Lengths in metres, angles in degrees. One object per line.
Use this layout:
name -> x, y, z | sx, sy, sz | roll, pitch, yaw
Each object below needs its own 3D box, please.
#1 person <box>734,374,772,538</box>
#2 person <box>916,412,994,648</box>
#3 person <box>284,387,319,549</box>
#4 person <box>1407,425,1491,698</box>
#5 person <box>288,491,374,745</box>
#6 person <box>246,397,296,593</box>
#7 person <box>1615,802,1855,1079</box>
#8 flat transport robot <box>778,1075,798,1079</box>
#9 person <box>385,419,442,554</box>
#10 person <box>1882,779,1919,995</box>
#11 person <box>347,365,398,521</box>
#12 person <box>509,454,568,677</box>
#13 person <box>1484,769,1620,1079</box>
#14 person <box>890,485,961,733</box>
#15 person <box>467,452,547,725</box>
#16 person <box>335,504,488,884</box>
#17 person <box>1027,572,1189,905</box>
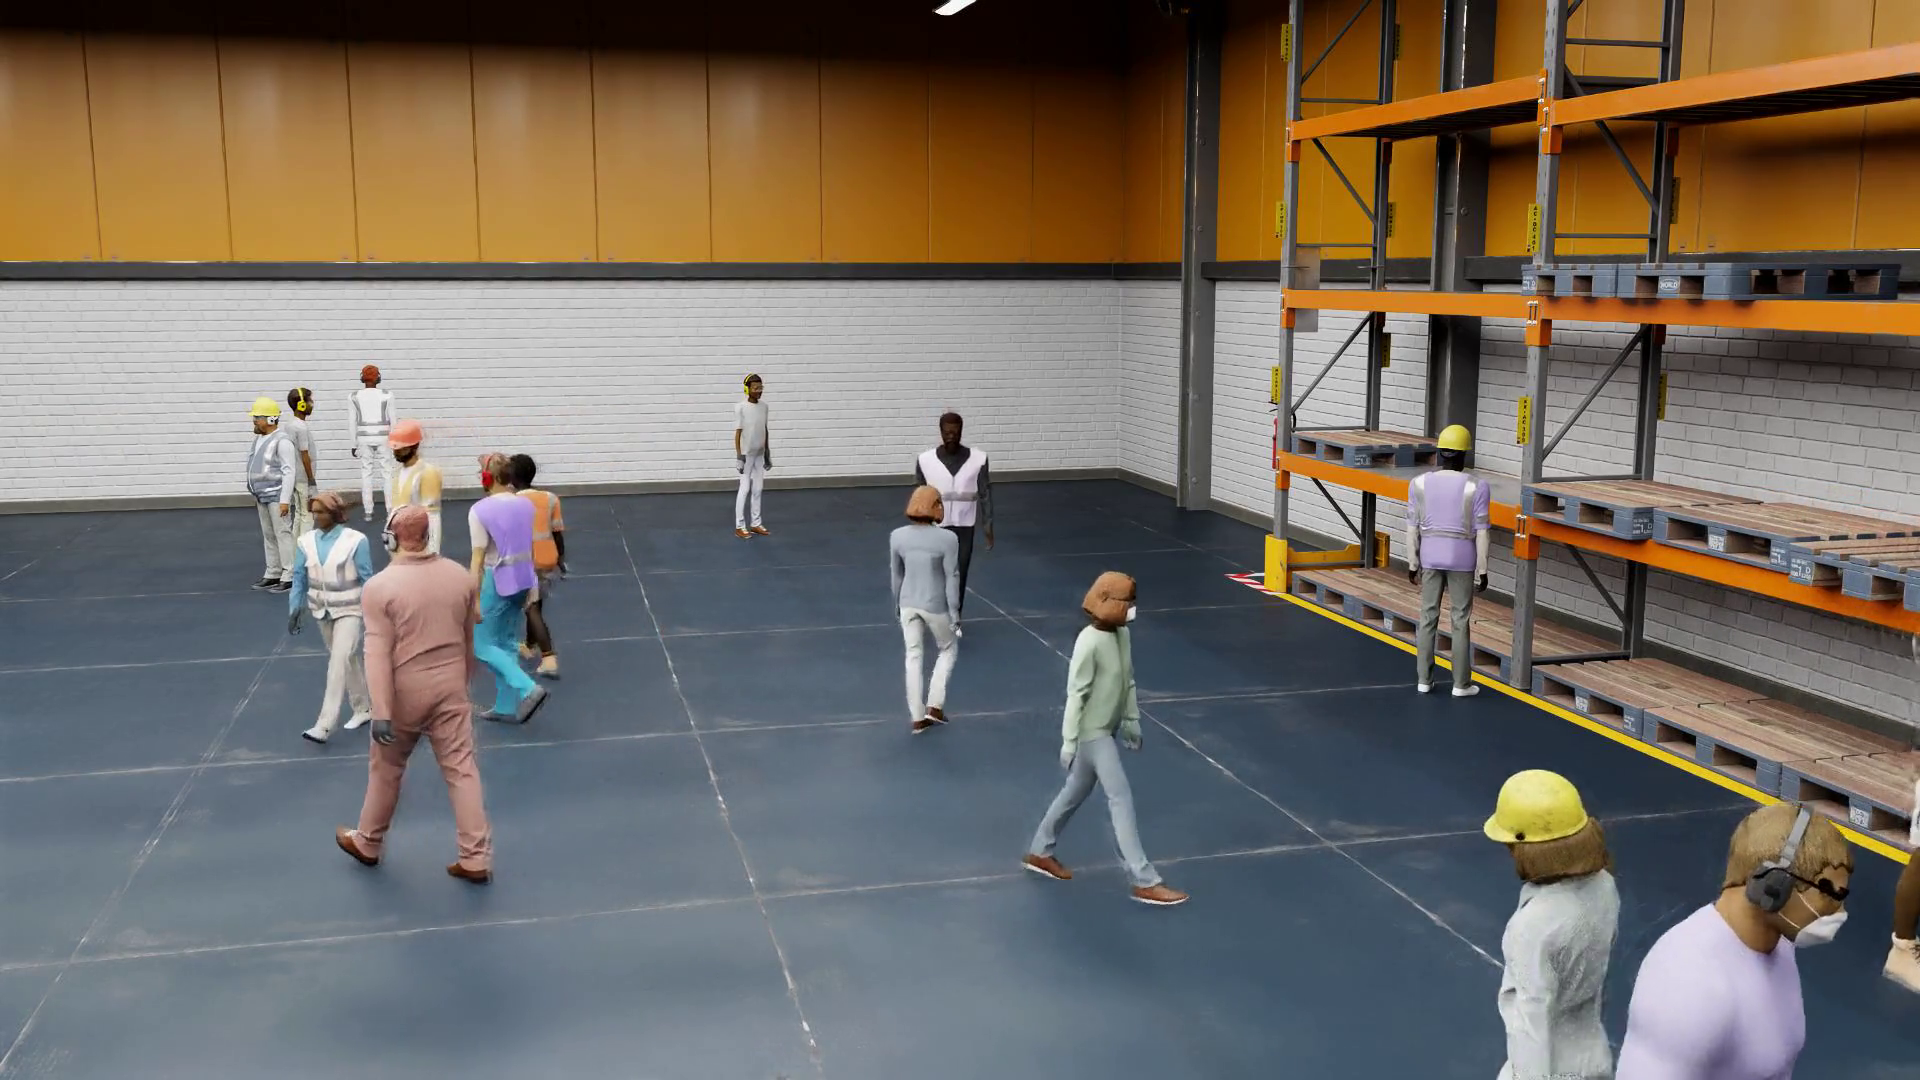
person -> -2.346, -0.953, 18.857 | 0.361, 1.861, 0.515 | 8, 12, 40
person -> -0.038, -0.079, 13.353 | 0.608, 1.870, 0.978 | -1, 9, -7
person -> -6.444, -0.566, 16.380 | 0.328, 1.874, 0.512 | -7, 12, -38
person -> 3.443, 0.151, 11.727 | 0.585, 1.928, 0.368 | 6, 11, 32
person -> -4.034, 0.492, 10.610 | 0.546, 1.589, 0.854 | 3, 9, 17
person -> -6.456, -0.420, 15.586 | 0.588, 1.835, 0.403 | 8, 12, 40
person -> 1.577, 1.474, 3.529 | 0.428, 1.910, 0.685 | 7, 12, 38
flat transport robot -> -0.497, 2.032, 5.144 | 0.652, 0.197, 1.431 | -6, 11, -31
person -> -4.070, 0.034, 12.503 | 0.580, 1.911, 0.488 | 8, 12, 42
person -> 4.118, 0.934, 6.579 | 0.610, 2.005, 0.911 | -3, 10, -19
person -> -7.072, -1.168, 20.102 | 0.572, 1.883, 0.353 | -2, 9, -11
person -> -3.215, 0.176, 12.459 | 0.543, 1.646, 0.881 | -9, 13, -44
person -> 1.645, 1.438, 4.415 | 0.490, 1.694, 0.784 | -7, 12, -39
person -> -0.210, 0.444, 10.837 | 0.525, 1.615, 0.389 | 4, 10, 24
person -> -2.972, 0.335, 10.894 | 0.530, 1.826, 0.584 | 4, 10, 24
person -> -2.709, 0.747, 8.229 | 0.976, 1.855, 0.678 | 7, 11, 37
person -> 0.687, 0.923, 7.988 | 0.878, 1.576, 0.507 | 4, 10, 25
